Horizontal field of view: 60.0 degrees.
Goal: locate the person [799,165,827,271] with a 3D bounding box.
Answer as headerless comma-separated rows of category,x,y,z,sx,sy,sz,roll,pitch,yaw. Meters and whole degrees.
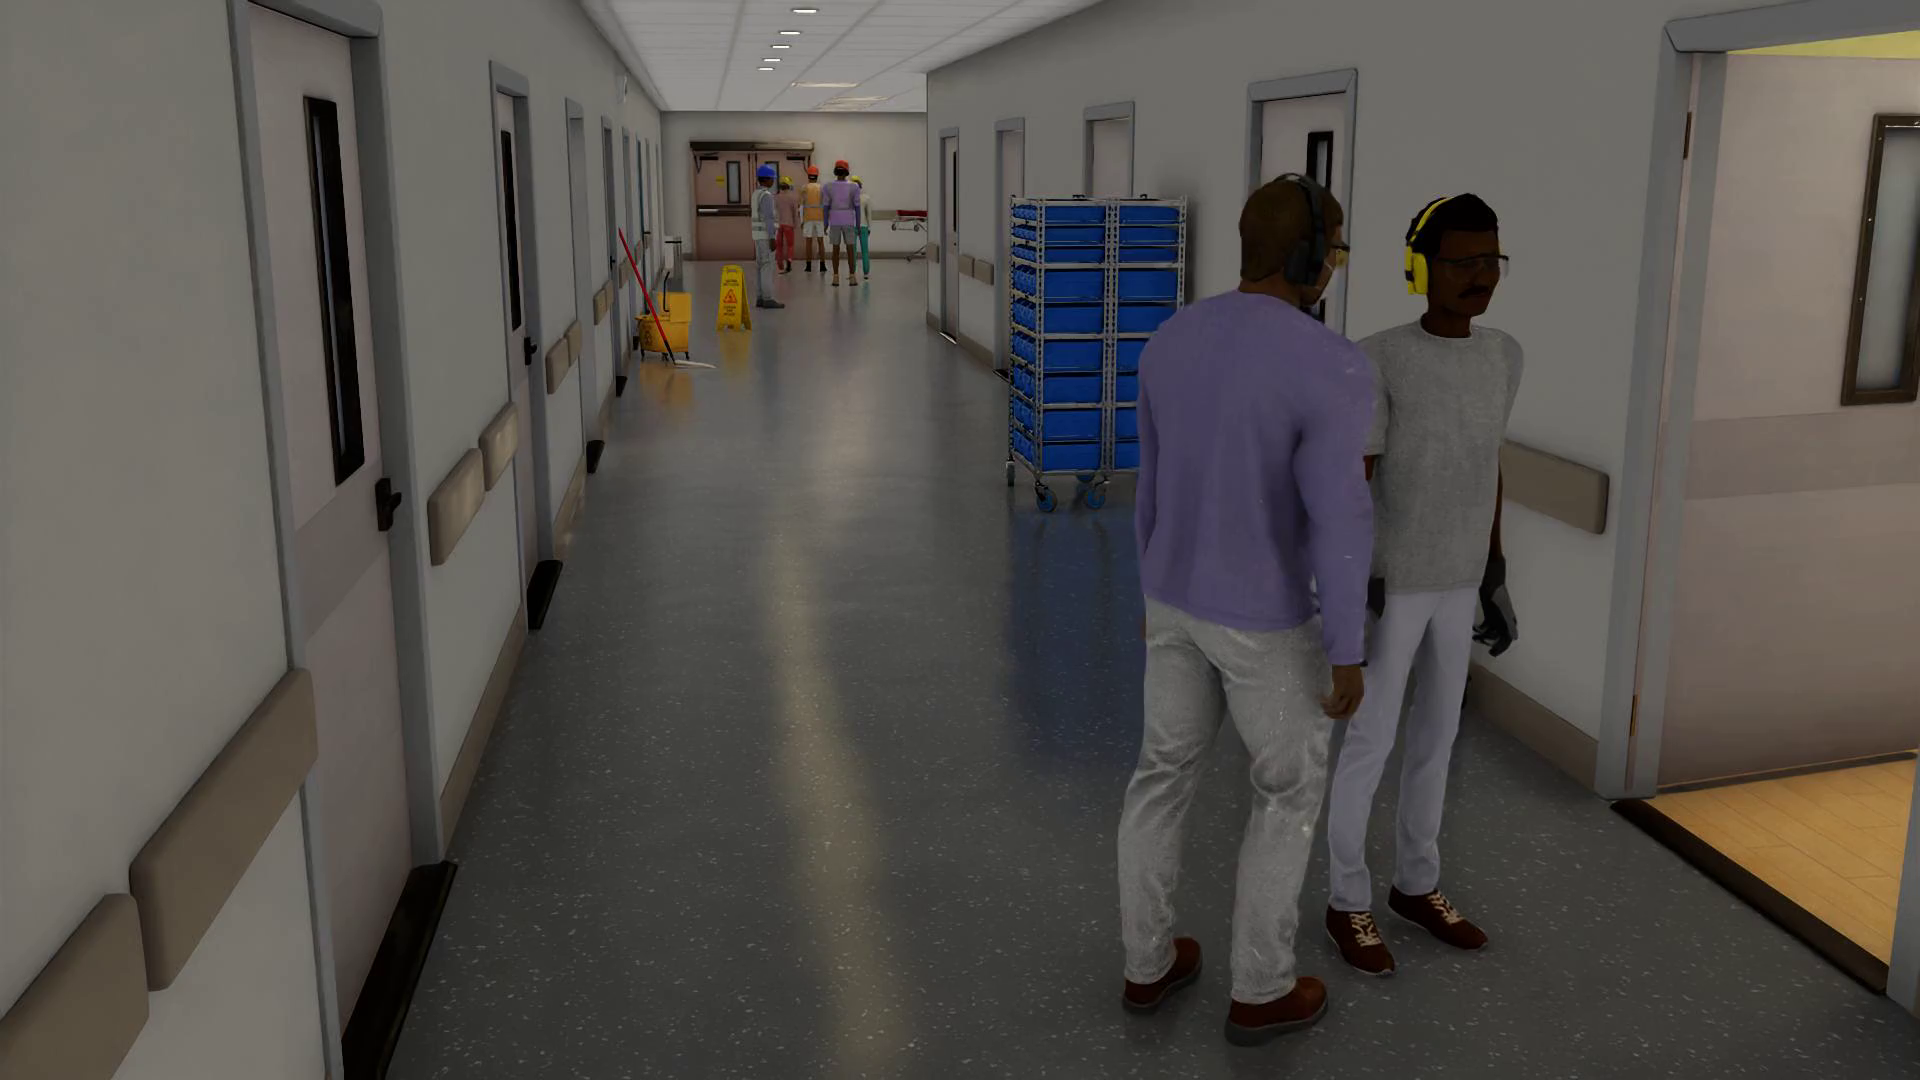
person,-2.698,-5.931,30.717,0.544,1.939,0.354,-1,13,-5

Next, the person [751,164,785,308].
person,-2.661,-4.150,22.785,0.382,1.949,0.605,-6,14,-24

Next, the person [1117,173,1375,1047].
person,0.630,0.170,3.684,0.443,1.918,0.637,-9,16,-36

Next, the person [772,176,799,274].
person,-3.173,-5.644,29.872,0.534,1.753,0.539,1,13,4

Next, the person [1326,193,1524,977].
person,1.137,0.115,4.022,0.513,1.871,0.329,-6,14,-24

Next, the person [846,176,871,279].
person,-1.776,-5.359,28.580,0.532,1.763,0.324,-5,14,-21

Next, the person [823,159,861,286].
person,-1.917,-5.156,27.040,0.614,2.041,0.393,-1,13,-3
